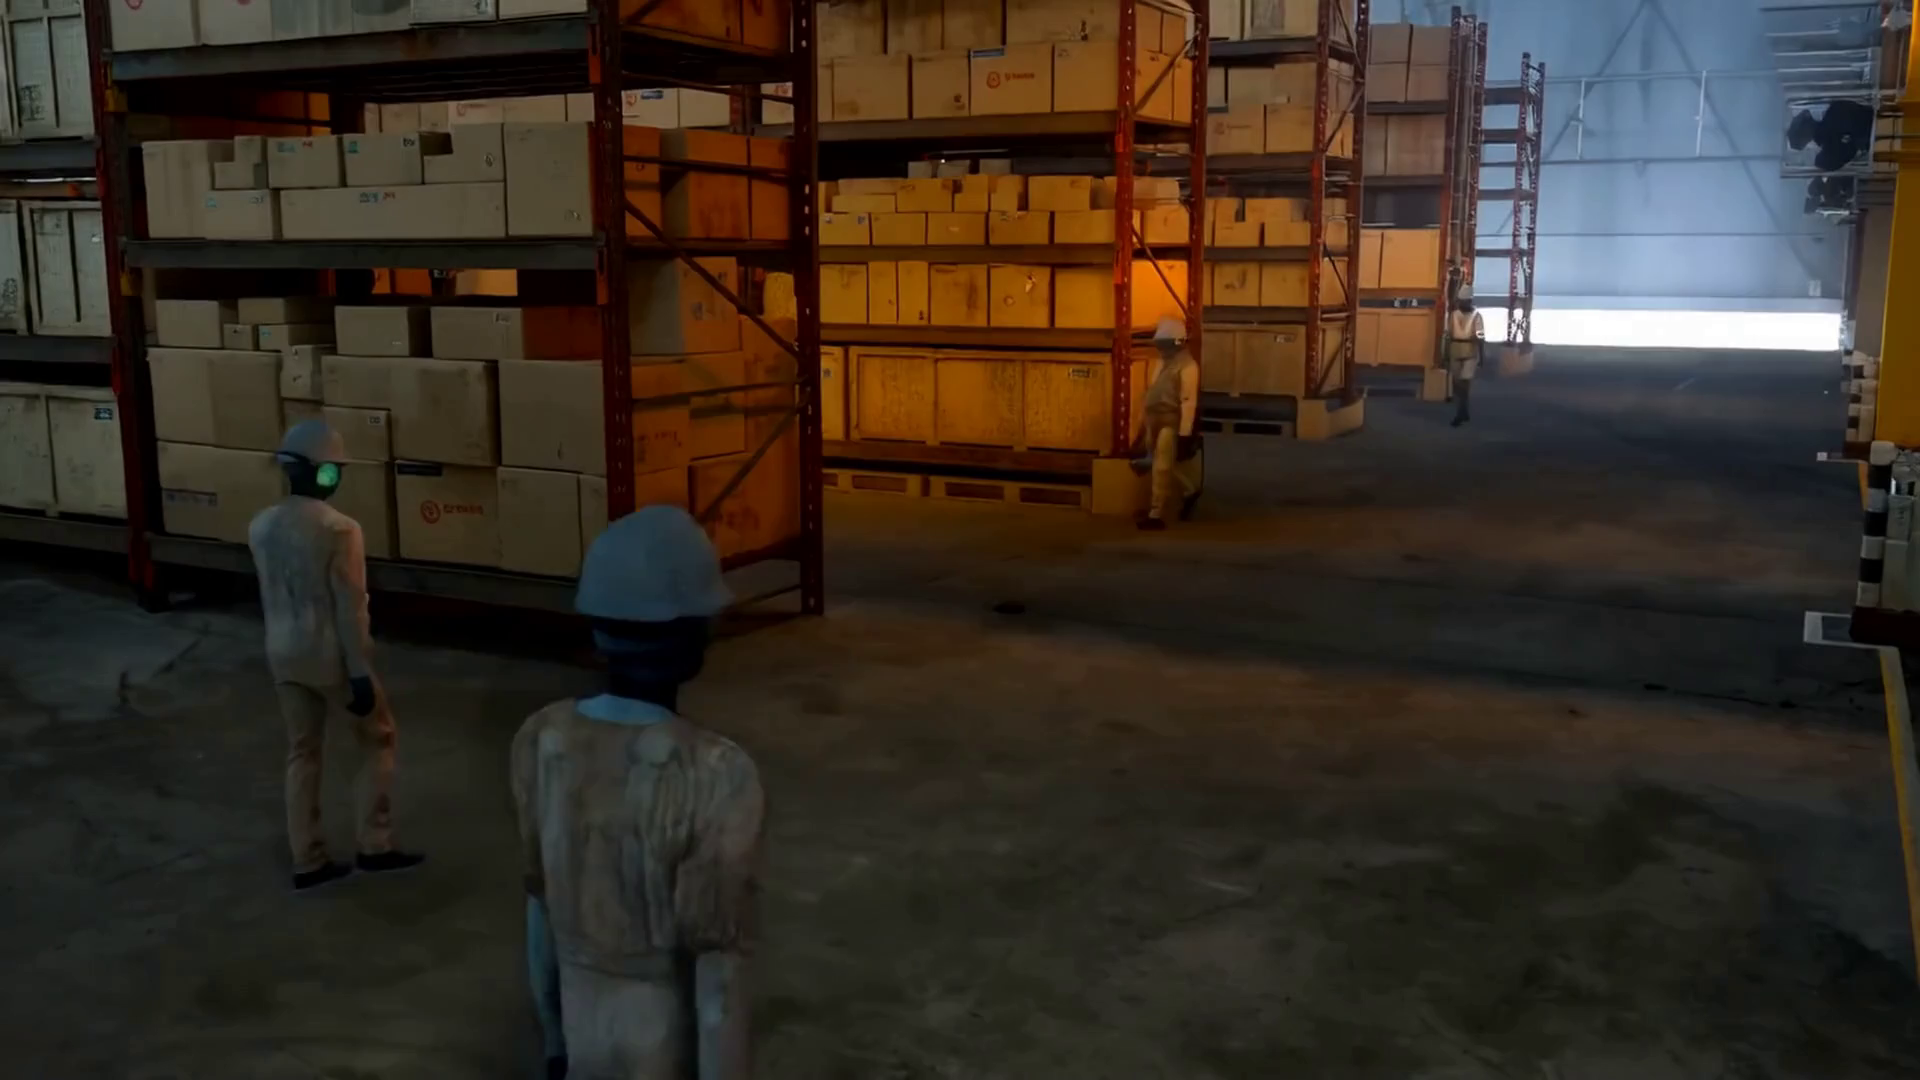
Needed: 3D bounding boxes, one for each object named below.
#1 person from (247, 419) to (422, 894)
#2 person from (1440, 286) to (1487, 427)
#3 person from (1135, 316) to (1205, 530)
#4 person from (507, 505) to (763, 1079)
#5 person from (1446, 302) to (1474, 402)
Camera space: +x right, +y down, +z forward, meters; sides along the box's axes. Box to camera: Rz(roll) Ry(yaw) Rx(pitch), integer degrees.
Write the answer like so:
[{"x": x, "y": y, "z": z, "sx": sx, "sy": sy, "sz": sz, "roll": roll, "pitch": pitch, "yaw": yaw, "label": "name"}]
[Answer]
[{"x": -2.288, "y": 0.419, "z": 6.136, "sx": 0.586, "sy": 1.730, "sz": 0.595, "roll": 6, "pitch": 11, "yaw": 30, "label": "person"}, {"x": 6.846, "y": -2.500, "z": 22.613, "sx": 0.566, "sy": 1.886, "sz": 1.012, "roll": 6, "pitch": 12, "yaw": 32, "label": "person"}, {"x": 1.807, "y": -1.001, "z": 14.148, "sx": 0.719, "sy": 1.803, "sz": 0.599, "roll": -4, "pitch": 11, "yaw": -23, "label": "person"}, {"x": -0.592, "y": 0.893, "z": 2.907, "sx": 0.551, "sy": 1.911, "sz": 0.899, "roll": 6, "pitch": 12, "yaw": 32, "label": "person"}, {"x": 7.878, "y": -2.972, "z": 26.079, "sx": 0.542, "sy": 1.632, "sz": 0.315, "roll": 6, "pitch": 11, "yaw": 31, "label": "person"}]
